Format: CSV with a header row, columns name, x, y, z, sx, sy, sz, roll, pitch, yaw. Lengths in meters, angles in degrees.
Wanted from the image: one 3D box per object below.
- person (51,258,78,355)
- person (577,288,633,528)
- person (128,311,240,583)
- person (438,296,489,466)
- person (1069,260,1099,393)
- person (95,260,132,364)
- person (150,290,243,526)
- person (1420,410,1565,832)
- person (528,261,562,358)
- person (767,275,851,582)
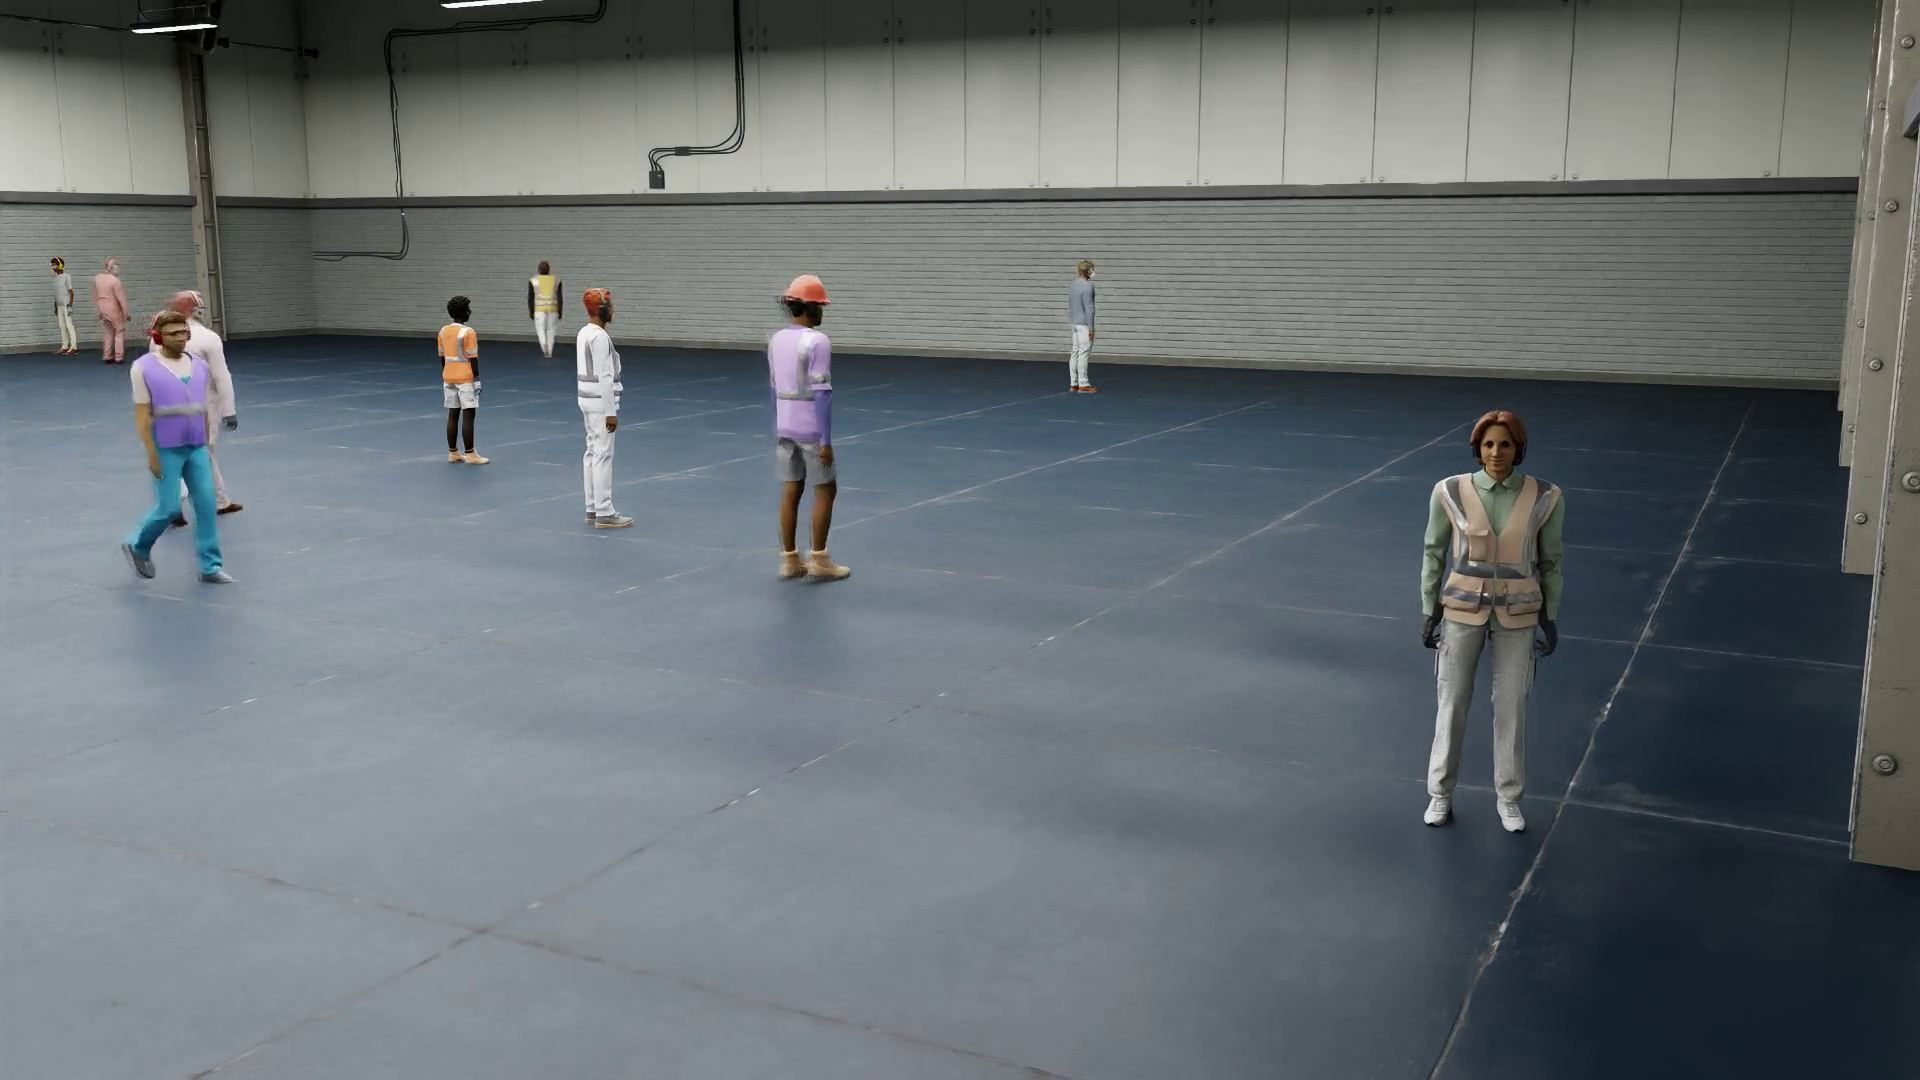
name,x,y,z,sx,sy,sz,roll,pitch,yaw
person,-17.344,-4.512,32.155,0.520,1.856,0.328,6,12,28
person,-2.831,-1.039,13.139,0.347,1.883,0.584,-5,12,-27
person,-5.174,-0.590,10.953,0.717,1.825,0.561,5,11,25
person,-4.990,-1.594,16.677,0.542,1.695,0.316,8,13,35
person,1.806,-3.123,24.354,0.356,1.936,0.638,-4,11,-20
person,-15.141,-4.063,29.725,0.705,1.857,0.403,6,12,28
person,-6.159,-1.069,13.355,0.655,1.869,0.958,4,11,19
person,2.046,0.313,6.430,0.525,1.639,0.307,3,11,14
person,-7.744,-4.307,31.127,0.631,1.826,0.604,-4,11,-22
person,-0.981,-0.730,11.093,0.536,2.030,0.652,-9,14,-42
